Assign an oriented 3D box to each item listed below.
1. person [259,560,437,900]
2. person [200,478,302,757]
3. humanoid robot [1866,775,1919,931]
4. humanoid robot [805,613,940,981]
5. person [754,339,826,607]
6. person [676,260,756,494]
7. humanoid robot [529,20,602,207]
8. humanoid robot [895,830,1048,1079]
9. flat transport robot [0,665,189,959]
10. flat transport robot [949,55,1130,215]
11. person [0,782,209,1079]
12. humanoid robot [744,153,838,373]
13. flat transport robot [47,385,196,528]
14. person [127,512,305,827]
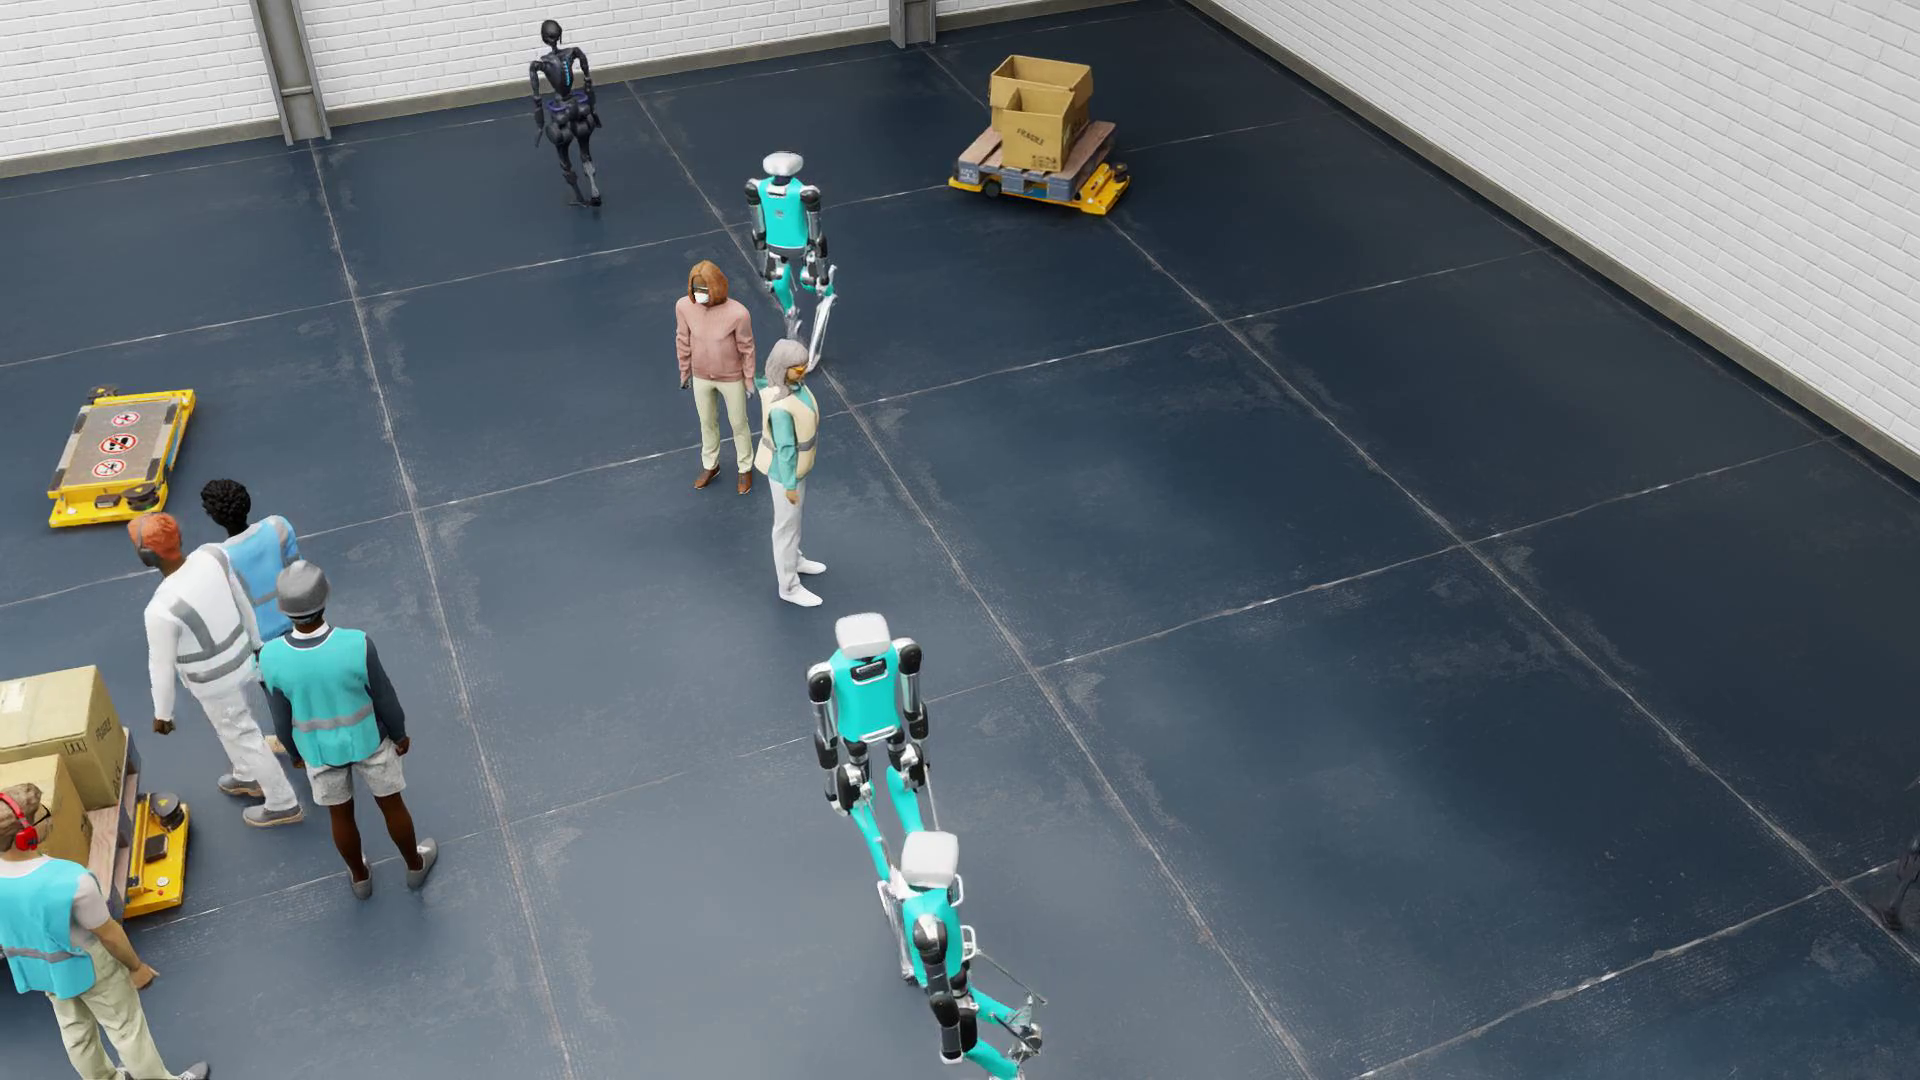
[{"bbox_3d":[-2.852,0.919,7.707,0.556,1.939,0.432,-8,38,-10],"label":"person"},{"bbox_3d":[-3.570,0.404,8.580,0.317,1.693,0.533,23,43,27],"label":"person"},{"bbox_3d":[4.661,1.191,7.568,0.599,1.640,0.402,19,41,23],"label":"humanoid robot"},{"bbox_3d":[-0.299,1.255,7.517,0.547,1.878,0.816,-15,40,-18],"label":"humanoid robot"},{"bbox_3d":[-0.991,-0.405,9.615,0.371,1.712,0.465,2,38,3],"label":"person"},{"bbox_3d":[-1.527,-1.020,10.479,0.507,1.632,0.265,8,38,11],"label":"person"},{"bbox_3d":[-3.197,-3.462,13.646,0.609,1.640,0.503,-30,47,-33],"label":"humanoid robot"},{"bbox_3d":[0.129,1.841,6.678,0.736,1.789,0.533,-3,38,-4],"label":"humanoid robot"},{"bbox_3d":[-4.562,1.655,8.119,1.431,0.231,0.659,-11,39,-14],"label":"flat transport robot"},{"bbox_3d":[0.688,-3.139,14.359,1.431,0.231,0.659,14,40,18],"label":"flat transport robot"},{"bbox_3d":[-3.587,1.726,6.739,0.563,1.838,0.390,6,38,7],"label":"person"},{"bbox_3d":[-1.094,-1.896,11.617,0.537,1.887,0.733,10,39,13],"label":"humanoid robot"},{"bbox_3d":[-5.553,-0.594,11.047,0.659,0.231,1.431,-7,38,-9],"label":"flat transport robot"},{"bbox_3d":[-3.681,0.653,8.110,0.665,1.860,0.630,5,38,6],"label":"person"}]
